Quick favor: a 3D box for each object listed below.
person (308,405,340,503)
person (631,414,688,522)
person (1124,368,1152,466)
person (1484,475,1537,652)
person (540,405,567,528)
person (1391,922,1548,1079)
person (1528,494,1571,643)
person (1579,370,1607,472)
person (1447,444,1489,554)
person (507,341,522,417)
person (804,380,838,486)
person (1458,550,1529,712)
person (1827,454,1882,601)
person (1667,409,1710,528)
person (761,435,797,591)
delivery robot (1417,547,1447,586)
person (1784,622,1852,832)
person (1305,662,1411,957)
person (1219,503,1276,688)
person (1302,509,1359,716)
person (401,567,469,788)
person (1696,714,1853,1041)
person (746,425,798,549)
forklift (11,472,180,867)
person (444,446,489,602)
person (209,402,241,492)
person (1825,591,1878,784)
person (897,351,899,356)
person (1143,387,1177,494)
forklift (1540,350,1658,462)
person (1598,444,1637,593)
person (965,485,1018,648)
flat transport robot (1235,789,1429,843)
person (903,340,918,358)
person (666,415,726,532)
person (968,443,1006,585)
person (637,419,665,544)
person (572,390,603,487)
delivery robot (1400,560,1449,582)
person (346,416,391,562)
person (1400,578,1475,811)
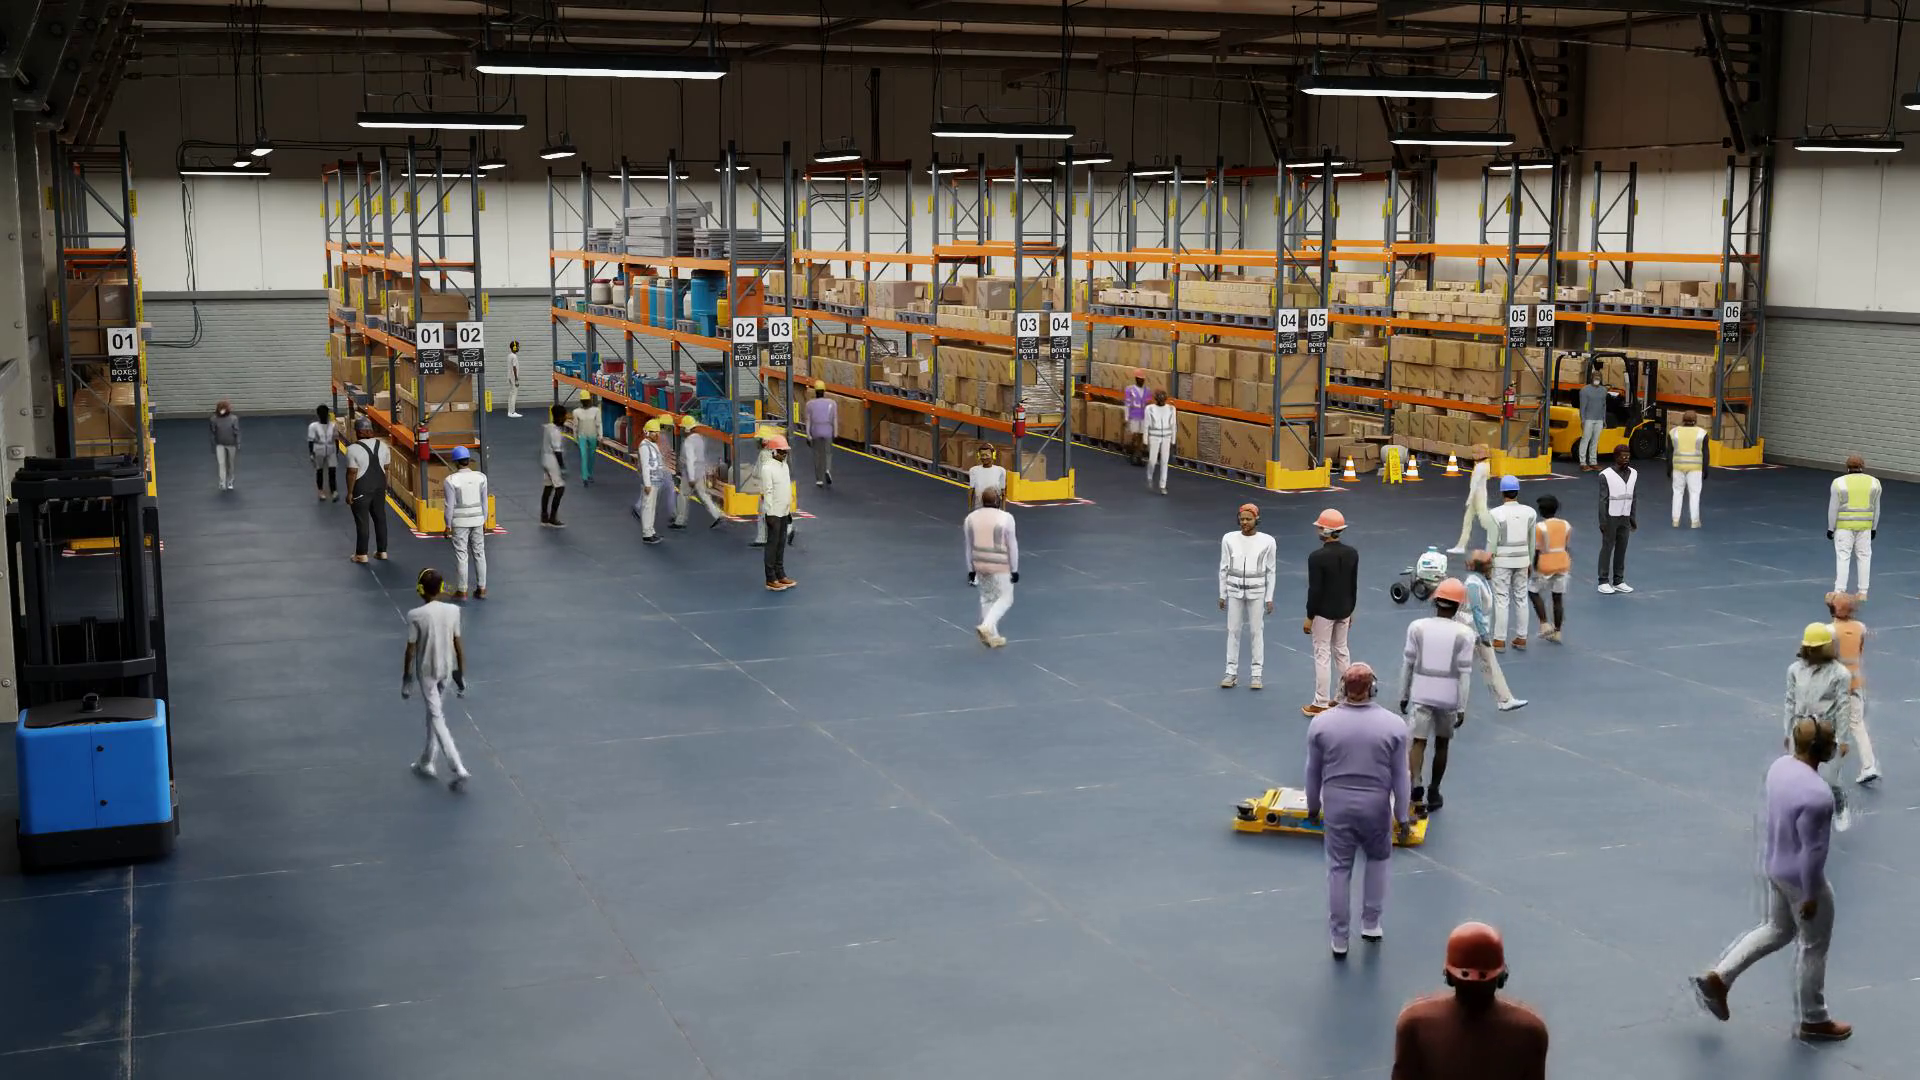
[{"bbox_3d":[-10.805,-1.473,35.605,0.547,1.649,0.892,-5,10,-28],"label":"person"},{"bbox_3d":[-4.789,-1.145,33.214,0.823,1.726,0.527,-2,9,-11],"label":"person"},{"bbox_3d":[3.496,-2.386,40.800,0.580,1.921,0.453,-4,9,-25],"label":"person"},{"bbox_3d":[6.063,0.254,23.135,0.606,1.943,0.403,-2,9,-16],"label":"person"},{"bbox_3d":[-6.346,-1.155,32.612,0.436,1.925,0.684,-3,9,-22],"label":"person"},{"bbox_3d":[1.992,2.466,8.276,0.621,1.978,0.438,2,9,14],"label":"person"},{"bbox_3d":[6.645,0.318,23.587,0.570,1.683,0.380,-3,9,-20],"label":"person"},{"bbox_3d":[12.116,-2.280,40.063,0.628,1.937,0.378,-4,9,-24],"label":"person"},{"bbox_3d":[7.410,-0.576,29.802,0.824,1.599,0.498,2,9,14],"label":"person"},{"bbox_3d":[-10.962,-3.954,51.475,0.320,1.862,0.510,-4,9,-24],"label":"person"},{"bbox_3d":[-2.504,-1.924,37.724,0.595,1.914,0.448,-1,9,-7],"label":"person"},{"bbox_3d":[5.000,0.888,20.070,0.864,1.589,0.515,5,10,28],"label":"person"},{"bbox_3d":[11.171,-0.154,26.213,0.619,1.840,0.430,1,9,5],"label":"person"},{"bbox_3d":[11.327,-1.113,32.588,0.633,1.841,0.429,4,10,26],"label":"person"},{"bbox_3d":[-2.351,-0.364,27.084,0.376,1.995,0.612,3,9,19],"label":"person"},{"bbox_3d":[6.100,0.333,27.047,0.477,0.478,0.707,2,9,16],"label":"delivery robot"},{"bbox_3d":[6.494,1.455,15.832,0.552,1.725,0.505,-8,12,-44],"label":"person"},{"bbox_3d":[2.579,1.718,13.571,0.690,1.883,0.684,2,9,14],"label":"person"},{"bbox_3d":[2.907,0.565,21.266,0.576,1.882,0.351,3,9,18],"label":"person"},{"bbox_3d":[3.538,0.693,20.027,0.622,1.996,0.370,-6,10,-34],"label":"person"},{"bbox_3d":[-4.403,1.143,17.606,0.941,1.832,0.529,8,12,43],"label":"person"},{"bbox_3d":[4.740,1.931,12.056,0.793,1.921,0.636,0,9,-2],"label":"person"},{"bbox_3d":[-2.734,-0.759,30.316,0.696,1.816,0.602,0,9,1],"label":"person"},{"bbox_3d":[-6.630,0.886,15.957,1.129,2.768,1.873,-3,9,-21],"label":"forklift"},{"bbox_3d":[-6.194,-0.213,26.248,0.602,1.945,0.394,-8,12,-42],"label":"person"},{"bbox_3d":[-13.009,-1.664,37.085,0.512,1.587,0.849,-3,9,-19],"label":"person"},{"bbox_3d":[7.478,1.234,17.739,0.515,1.597,0.861,-2,9,-16],"label":"person"},{"bbox_3d":[-1.508,-3.385,47.070,0.616,2.040,0.383,2,9,12],"label":"person"},{"bbox_3d":[3.508,-1.744,36.702,0.587,1.873,0.438,-1,9,-7],"label":"person"},{"bbox_3d":[12.897,-2.725,42.309,2.313,2.155,1.214,-3,9,-21],"label":"forklift"},{"bbox_3d":[8.400,-0.281,26.820,0.589,1.914,0.377,-4,10,-28],"label":"person"},{"bbox_3d":[0.339,0.310,23.144,0.640,1.830,0.610,6,10,34],"label":"person"},{"bbox_3d":[2.900,2.133,16.300,1.431,0.197,0.652,2,9,16],"label":"flat transport robot"},{"bbox_3d":[-1.125,-3.879,50.759,0.547,1.925,0.462,-2,9,-10],"label":"person"},{"bbox_3d":[-4.050,-1.029,32.181,0.880,1.804,0.601,2,9,15],"label":"person"},{"bbox_3d":[0.353,-0.339,27.354,0.536,1.864,0.314,1,9,7],"label":"person"},{"bbox_3d":[-4.573,-0.876,31.049,0.404,1.829,0.592,1,9,4],"label":"person"},{"bbox_3d":[-6.772,-1.874,38.043,0.525,1.725,0.890,-3,9,-18],"label":"person"},{"bbox_3d":[5.787,0.363,25.987,0.335,0.223,0.698,-6,11,-36],"label":"delivery robot"},{"bbox_3d":[-8.349,-0.705,29.351,0.535,2.000,0.674,7,11,39],"label":"person"},{"bbox_3d":[3.761,1.256,16.586,0.574,1.903,0.775,3,9,21],"label":"person"}]
